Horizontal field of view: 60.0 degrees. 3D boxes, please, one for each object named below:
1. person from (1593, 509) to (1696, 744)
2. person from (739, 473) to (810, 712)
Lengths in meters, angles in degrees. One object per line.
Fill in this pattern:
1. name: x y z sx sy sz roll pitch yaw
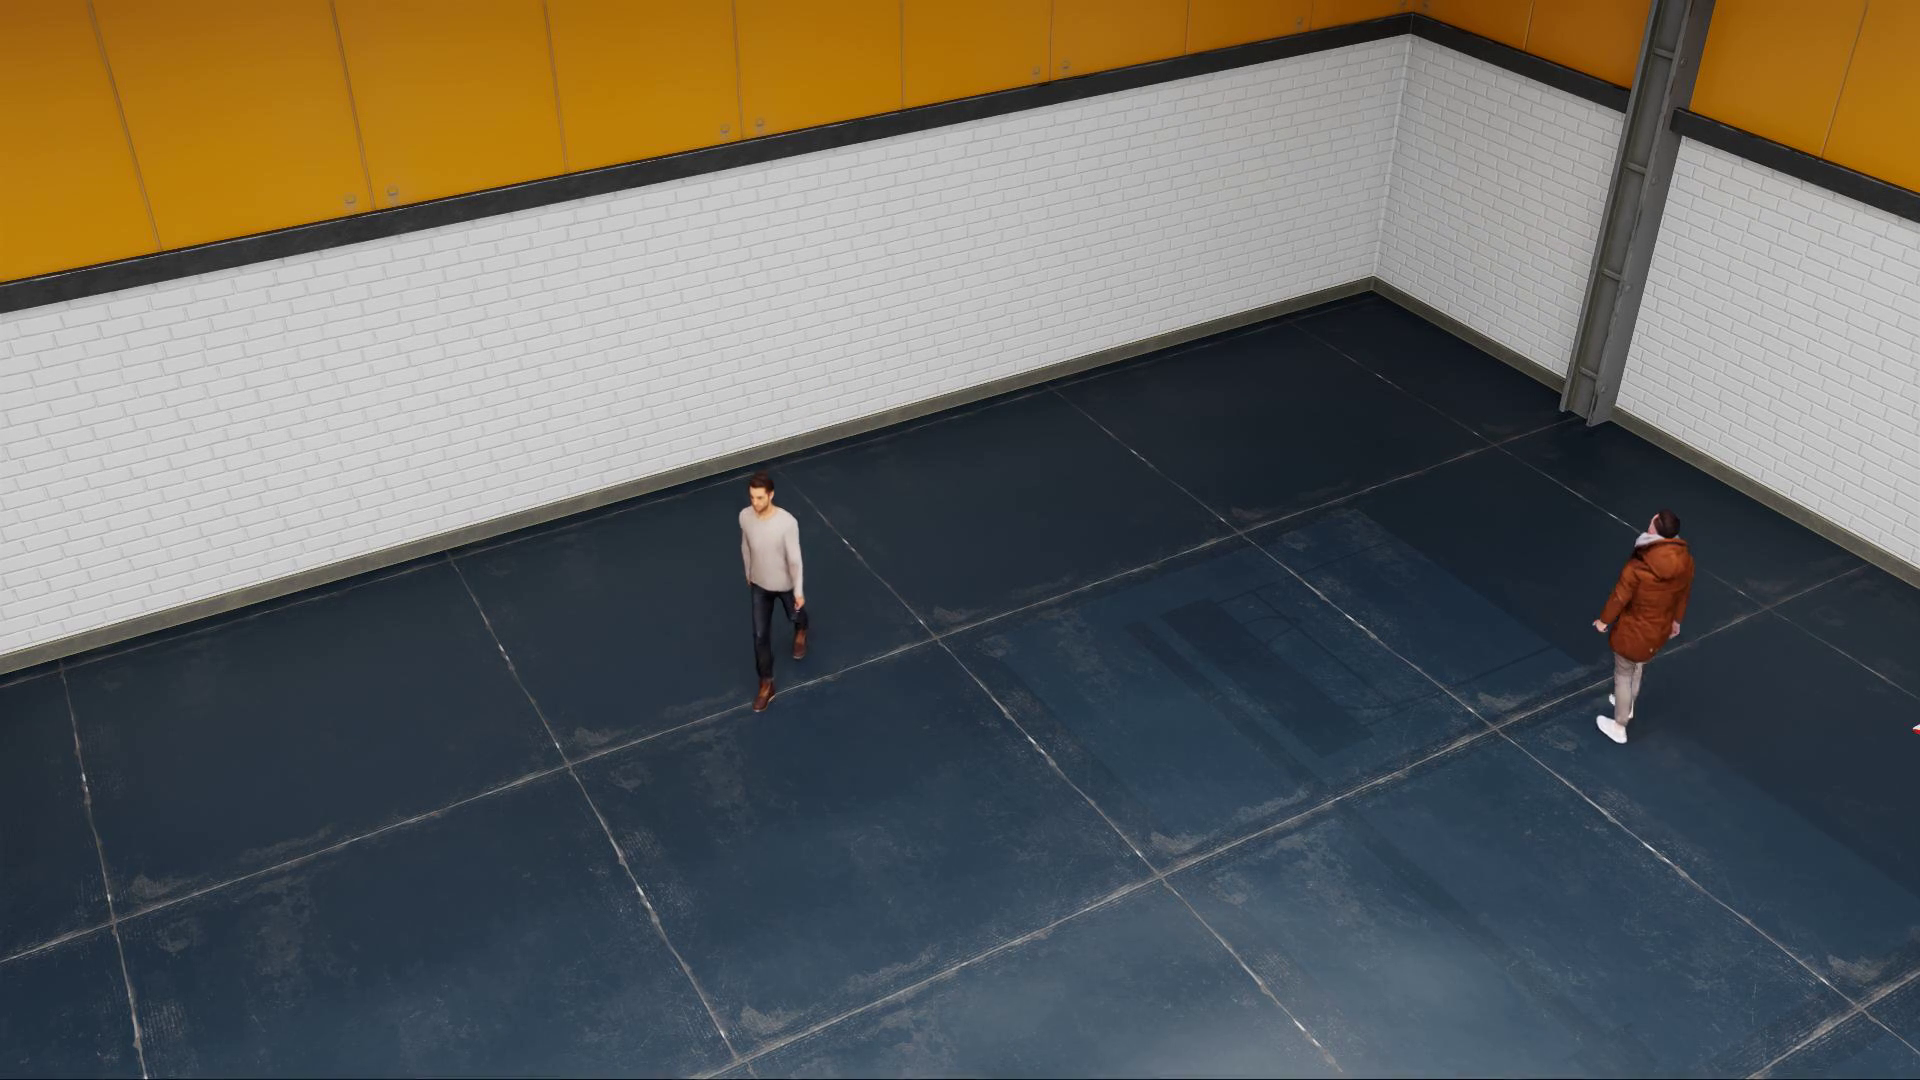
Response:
1. person: 4.801 0.662 11.587 0.747 1.820 0.730 -13 36 -19
2. person: -1.312 0.267 12.177 1.176 1.824 1.267 7 34 10
